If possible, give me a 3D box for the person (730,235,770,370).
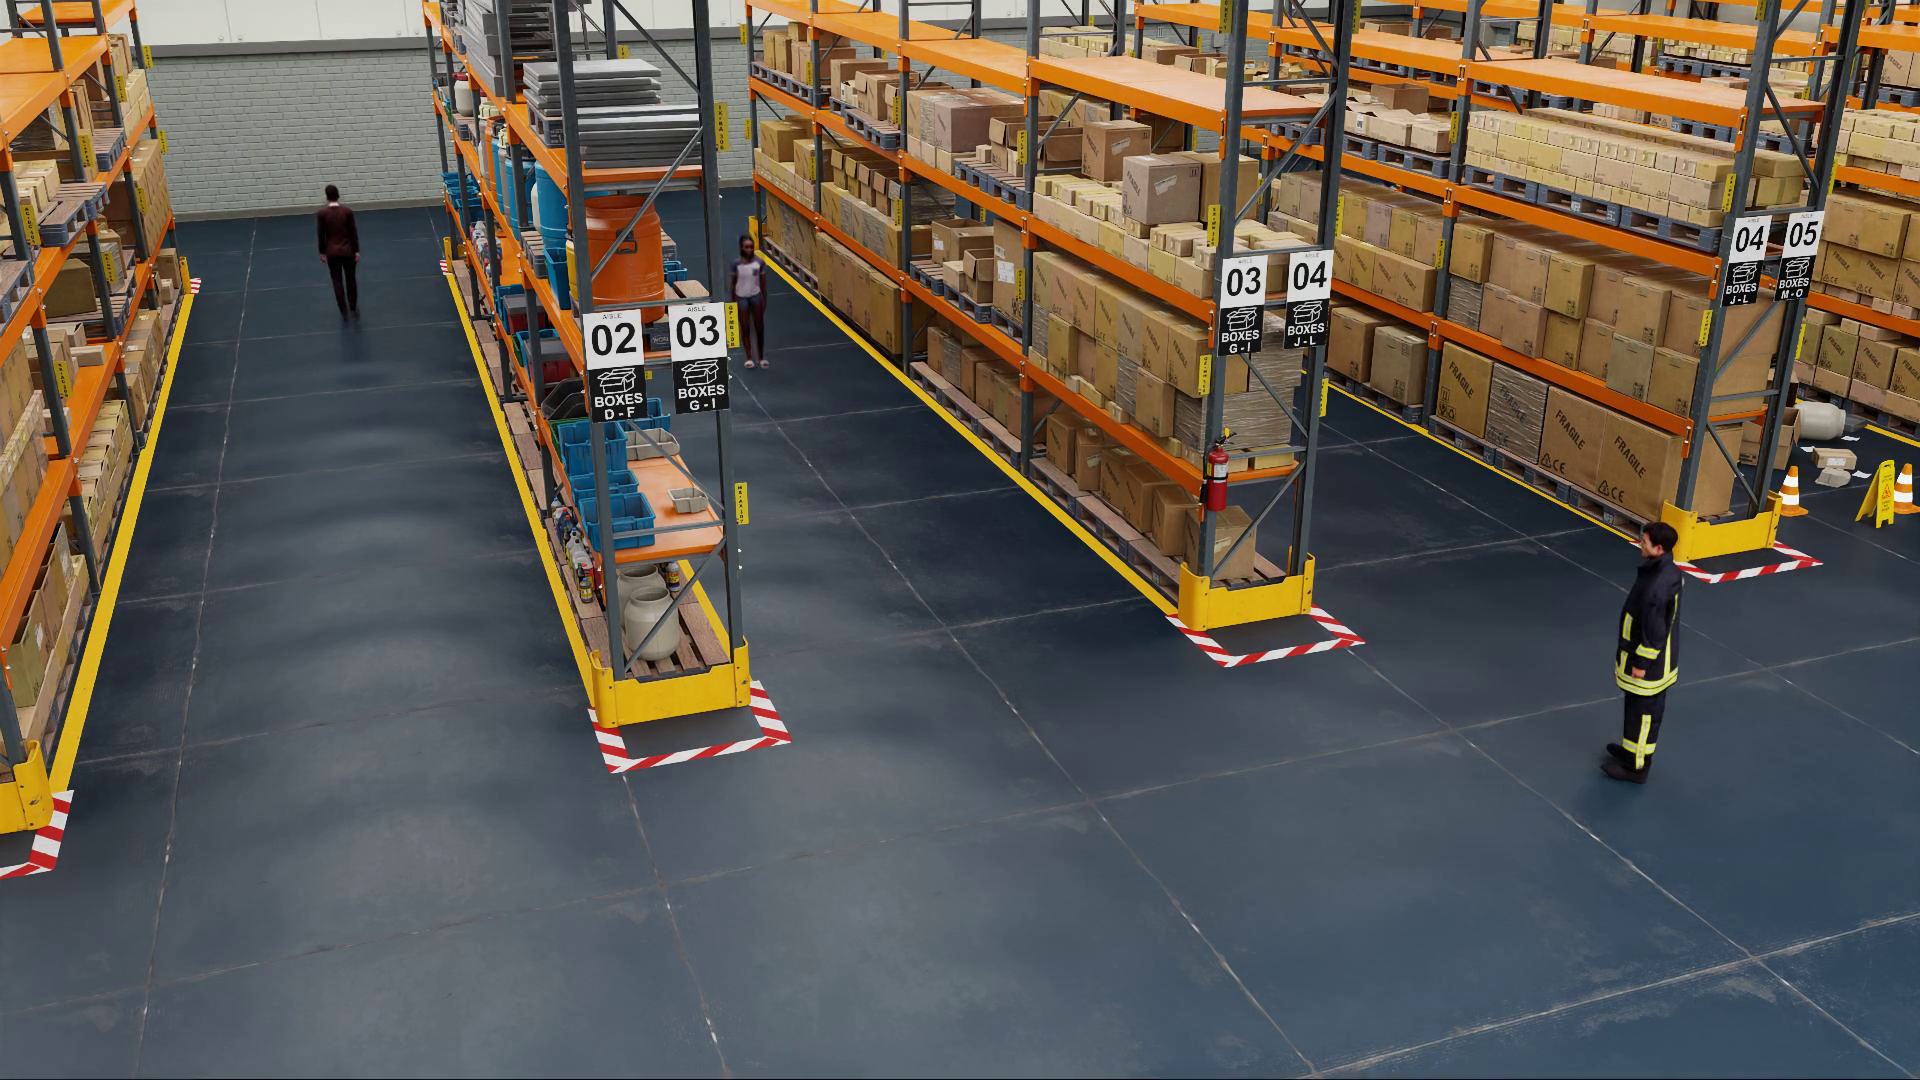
[{"bbox_3d":[-2.708,-3.048,21.245,0.676,1.708,0.712,-4,23,-9],"label":"person"}]

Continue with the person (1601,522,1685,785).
[{"bbox_3d":[4.816,0.773,11.616,0.937,1.924,0.890,11,25,25],"label":"person"}]

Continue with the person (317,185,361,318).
[{"bbox_3d":[-8.790,-4.072,23.565,0.698,1.847,0.996,-9,24,-20],"label":"person"}]
